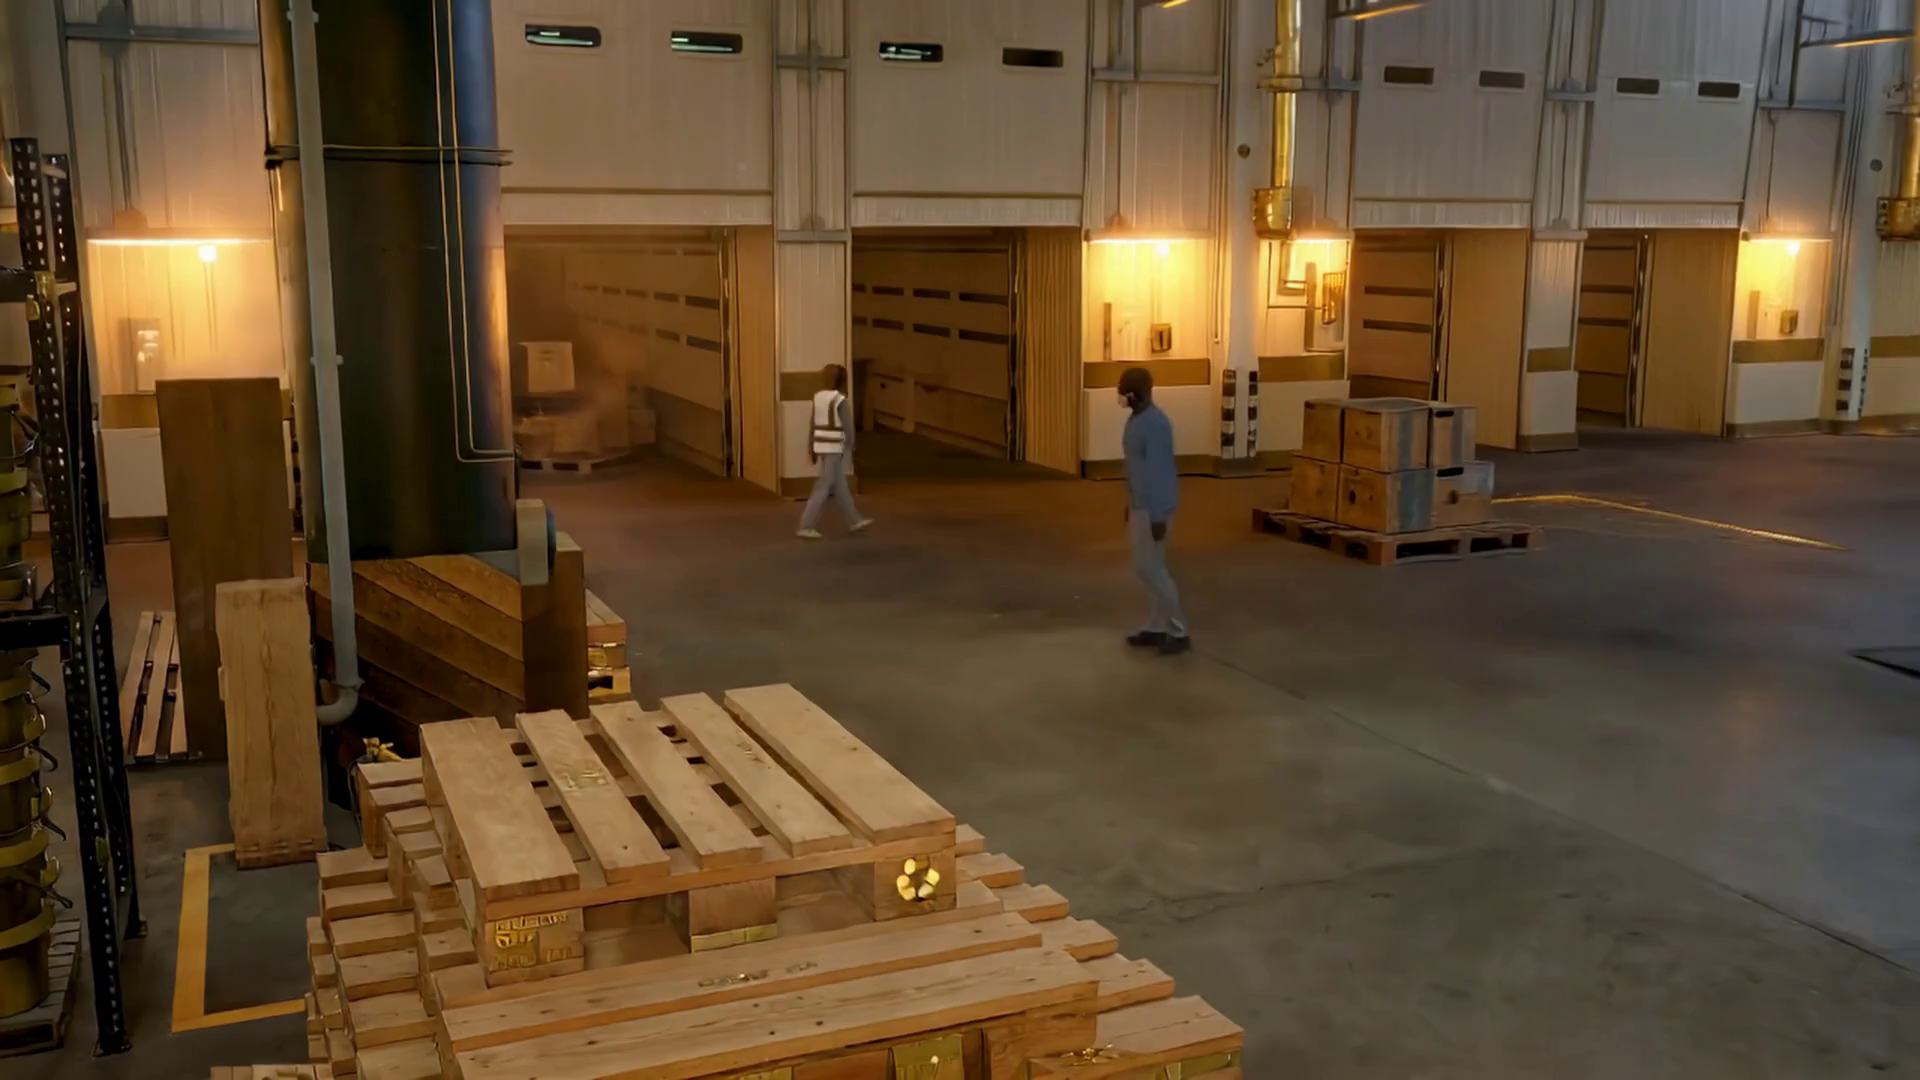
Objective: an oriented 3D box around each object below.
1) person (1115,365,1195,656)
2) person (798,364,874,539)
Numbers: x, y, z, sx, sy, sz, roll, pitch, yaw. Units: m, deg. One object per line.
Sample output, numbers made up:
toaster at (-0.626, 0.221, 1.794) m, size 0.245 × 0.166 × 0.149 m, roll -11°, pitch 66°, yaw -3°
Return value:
person at (1.270, -0.198, 10.978) m, size 0.524 × 1.911 × 0.640 m, roll -1°, pitch 10°, yaw -7°
person at (-1.138, -0.810, 15.199) m, size 0.884 × 1.583 × 0.531 m, roll -8°, pitch 13°, yaw -37°
